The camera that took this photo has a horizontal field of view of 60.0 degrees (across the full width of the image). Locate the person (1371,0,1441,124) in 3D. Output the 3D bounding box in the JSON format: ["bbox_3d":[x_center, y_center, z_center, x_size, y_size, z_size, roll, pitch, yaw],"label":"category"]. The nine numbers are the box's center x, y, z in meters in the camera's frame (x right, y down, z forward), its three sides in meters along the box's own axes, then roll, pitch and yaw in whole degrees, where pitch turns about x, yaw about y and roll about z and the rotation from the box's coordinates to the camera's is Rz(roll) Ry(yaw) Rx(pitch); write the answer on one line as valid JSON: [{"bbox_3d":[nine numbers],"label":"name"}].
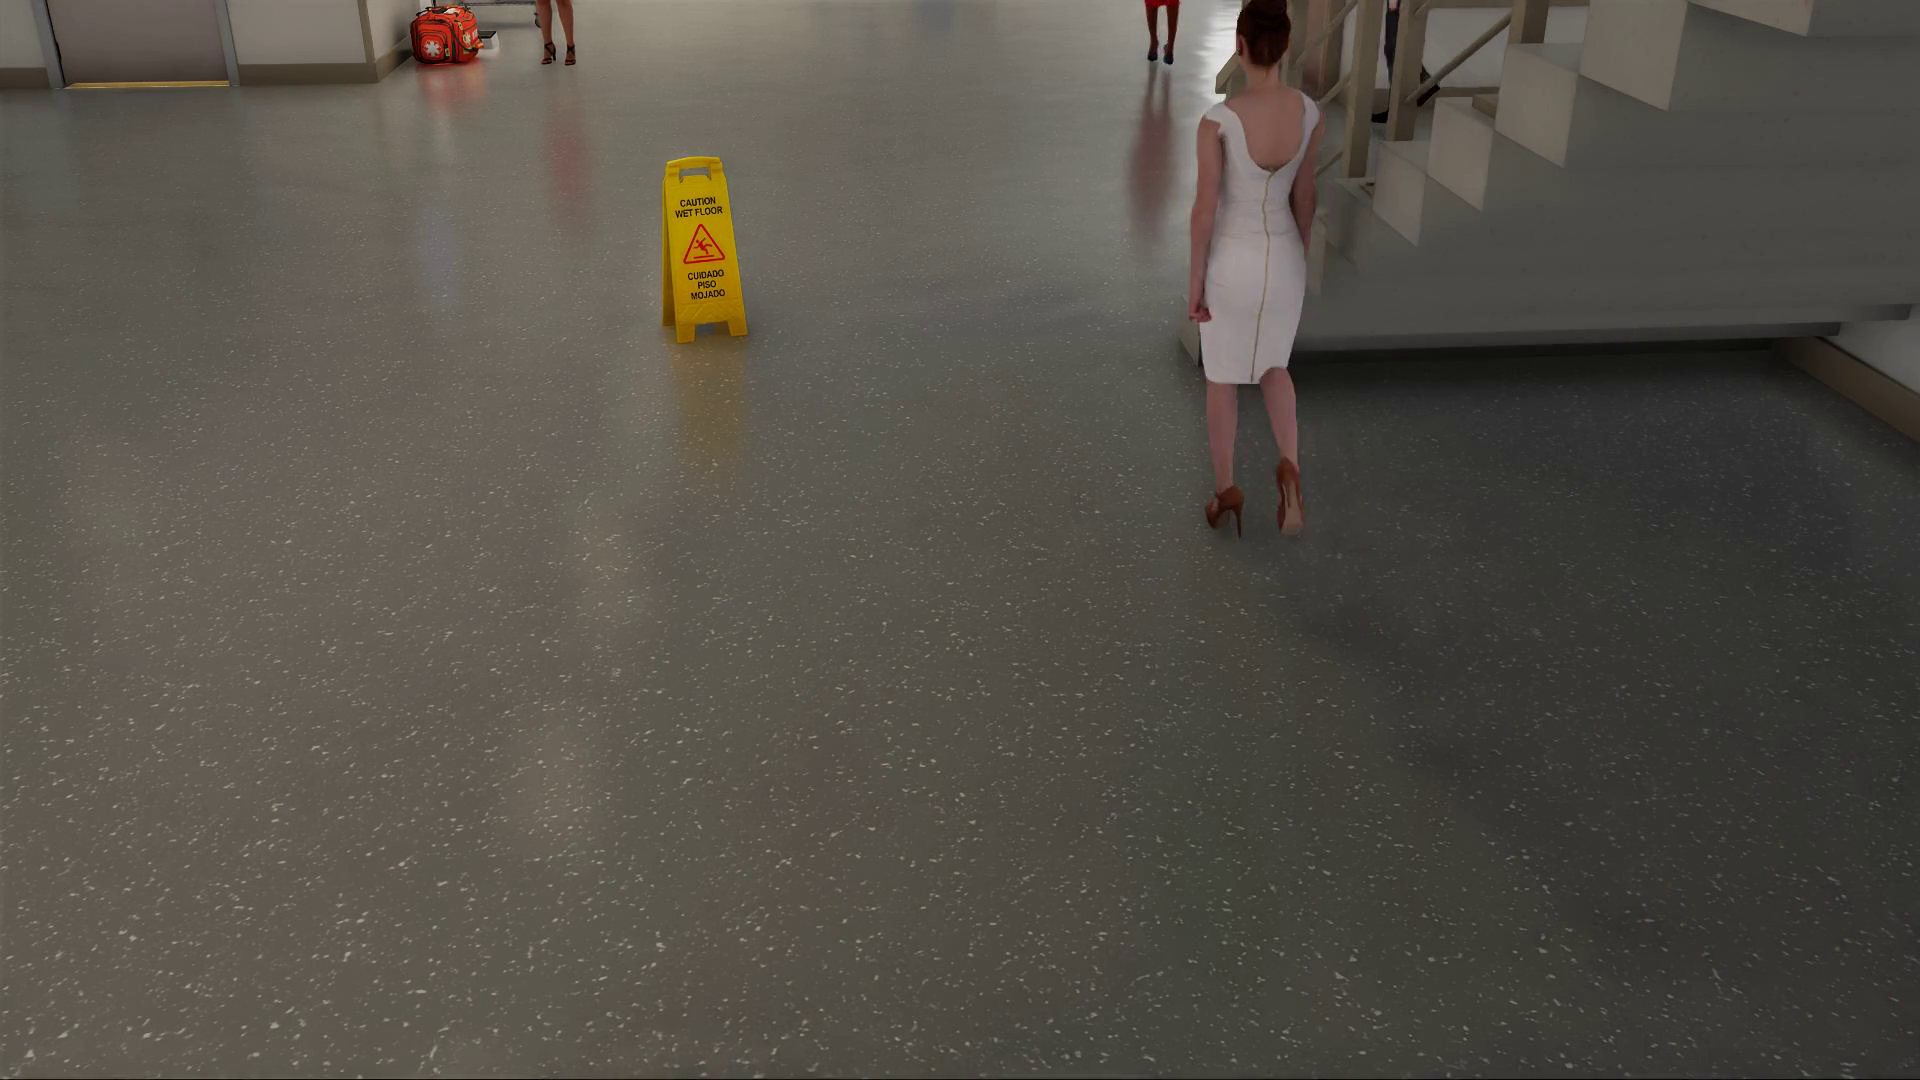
[{"bbox_3d":[3.096,-3.717,11.276,0.879,1.766,0.803,9,27,19],"label":"person"}]

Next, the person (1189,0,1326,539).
[{"bbox_3d":[0.931,-0.754,5.117,0.650,1.779,0.905,-6,26,-12],"label":"person"}]

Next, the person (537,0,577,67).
[{"bbox_3d":[-3.325,-4.738,13.445,0.610,1.721,0.588,2,26,4],"label":"person"}]

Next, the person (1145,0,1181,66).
[{"bbox_3d":[1.634,-4.769,13.505,0.697,1.725,0.879,4,26,8],"label":"person"}]
